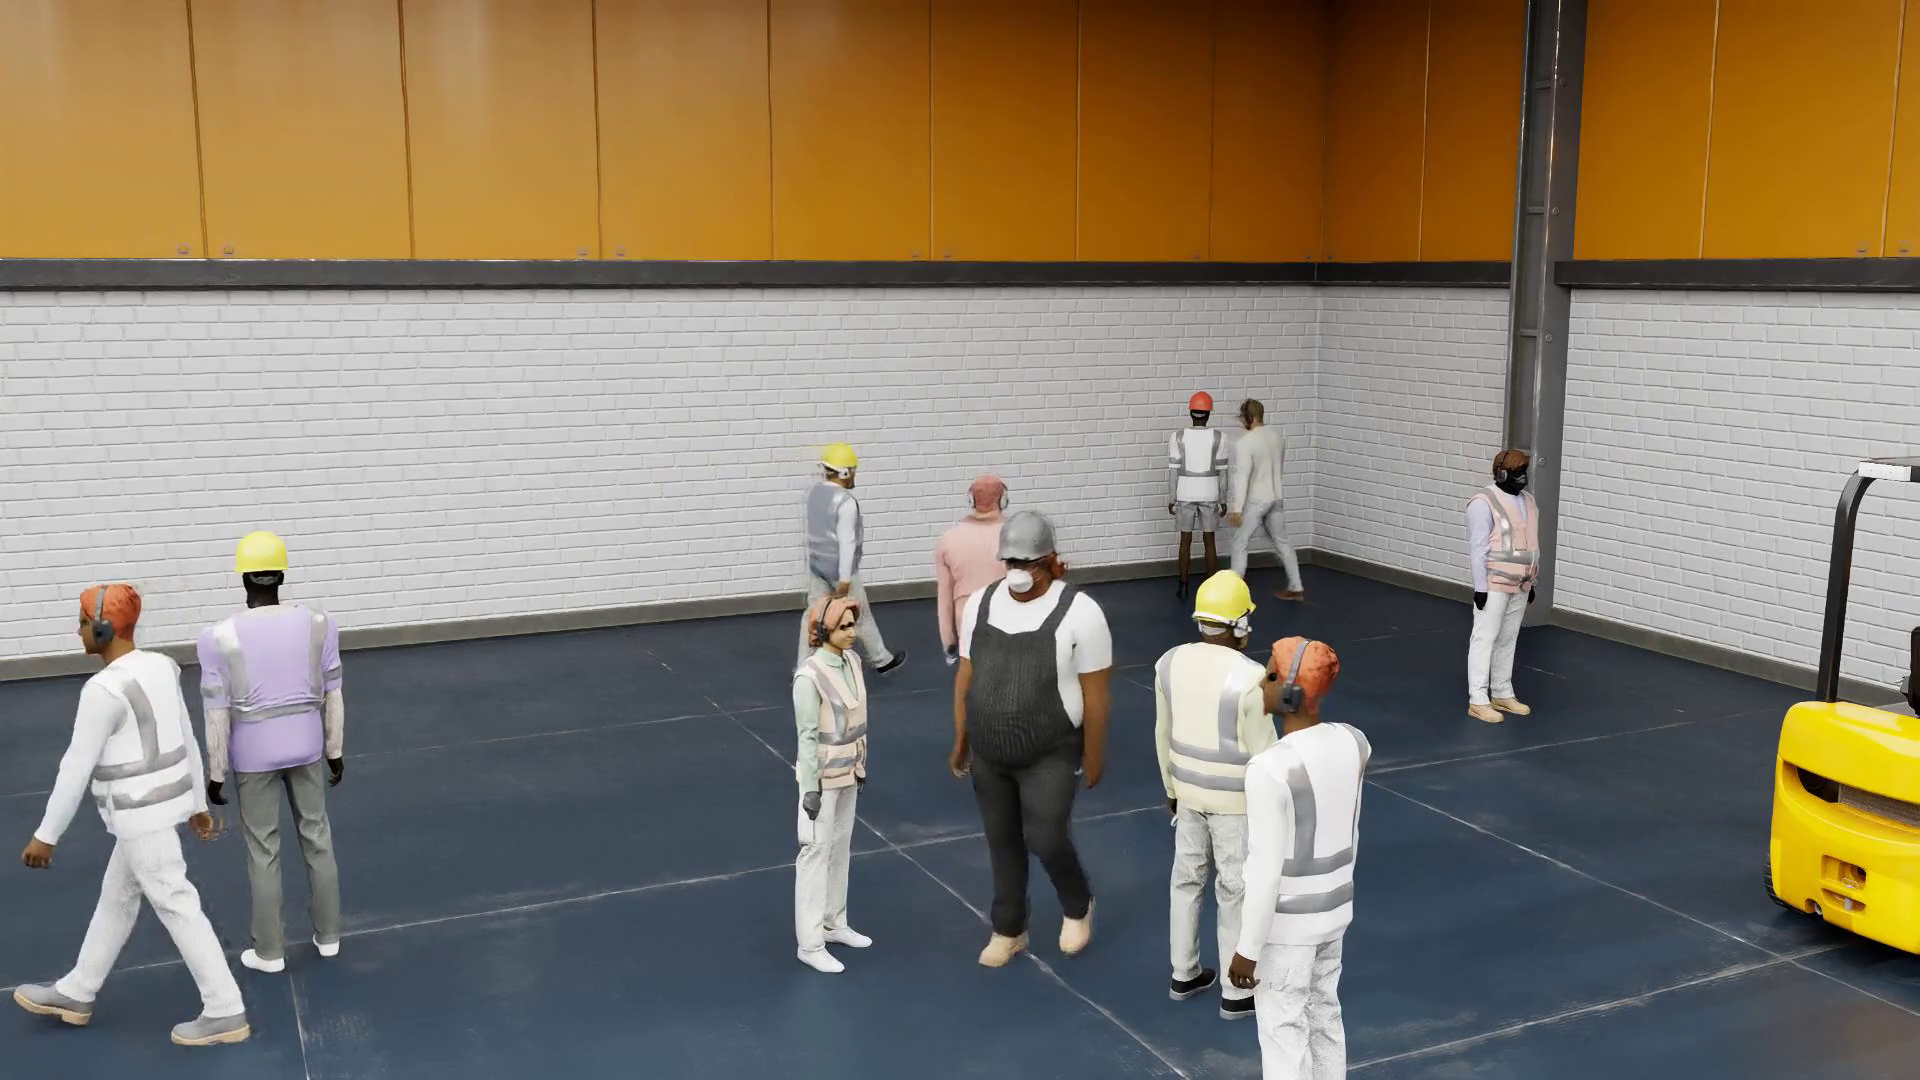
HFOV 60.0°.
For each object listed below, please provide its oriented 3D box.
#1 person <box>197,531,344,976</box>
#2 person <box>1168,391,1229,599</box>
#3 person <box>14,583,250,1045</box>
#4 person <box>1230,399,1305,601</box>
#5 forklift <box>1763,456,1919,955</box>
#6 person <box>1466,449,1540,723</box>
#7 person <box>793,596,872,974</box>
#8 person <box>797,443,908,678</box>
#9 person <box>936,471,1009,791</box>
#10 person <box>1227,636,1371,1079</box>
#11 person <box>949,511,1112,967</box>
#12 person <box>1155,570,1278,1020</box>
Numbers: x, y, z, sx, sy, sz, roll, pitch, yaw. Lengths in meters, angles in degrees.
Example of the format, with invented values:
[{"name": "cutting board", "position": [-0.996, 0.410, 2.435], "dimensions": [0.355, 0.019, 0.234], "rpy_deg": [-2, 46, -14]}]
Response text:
[{"name": "person", "position": [-2.976, 0.918, 7.222], "dimensions": [0.591, 1.926, 0.387], "rpy_deg": [-7, 12, -39]}, {"name": "person", "position": [2.209, -0.411, 15.436], "dimensions": [0.553, 1.935, 0.362], "rpy_deg": [1, 9, 8]}, {"name": "person", "position": [-3.283, 1.082, 6.492], "dimensions": [0.996, 1.829, 0.591], "rpy_deg": [-1, 9, -5]}, {"name": "person", "position": [2.723, -0.343, 15.204], "dimensions": [0.740, 1.903, 0.524], "rpy_deg": [-8, 12, -40]}, {"name": "forklift", "position": [4.857, 0.731, 7.561], "dimensions": [2.313, 2.155, 1.214], "rpy_deg": [-4, 10, -25]}, {"name": "person", "position": [3.705, 0.302, 11.309], "dimensions": [0.621, 1.845, 0.429], "rpy_deg": [-7, 11, -37]}, {"name": "person", "position": [-0.564, 1.050, 7.294], "dimensions": [0.309, 1.639, 0.522], "rpy_deg": [4, 10, 21]}, {"name": "person", "position": [-0.840, 0.176, 12.258], "dimensions": [0.914, 1.785, 0.593], "rpy_deg": [-7, 12, -39]}, {"name": "person", "position": [0.170, 0.540, 9.703], "dimensions": [0.642, 1.881, 0.818], "rpy_deg": [4, 10, 23]}, {"name": "person", "position": [1.082, 1.235, 5.390], "dimensions": [0.356, 1.884, 0.574], "rpy_deg": [9, 13, 43]}, {"name": "person", "position": [0.269, 0.859, 7.242], "dimensions": [0.695, 2.000, 0.536], "rpy_deg": [6, 11, 32]}, {"name": "person", "position": [1.071, 1.031, 6.804], "dimensions": [0.404, 1.837, 0.595], "rpy_deg": [-8, 12, -42]}]
